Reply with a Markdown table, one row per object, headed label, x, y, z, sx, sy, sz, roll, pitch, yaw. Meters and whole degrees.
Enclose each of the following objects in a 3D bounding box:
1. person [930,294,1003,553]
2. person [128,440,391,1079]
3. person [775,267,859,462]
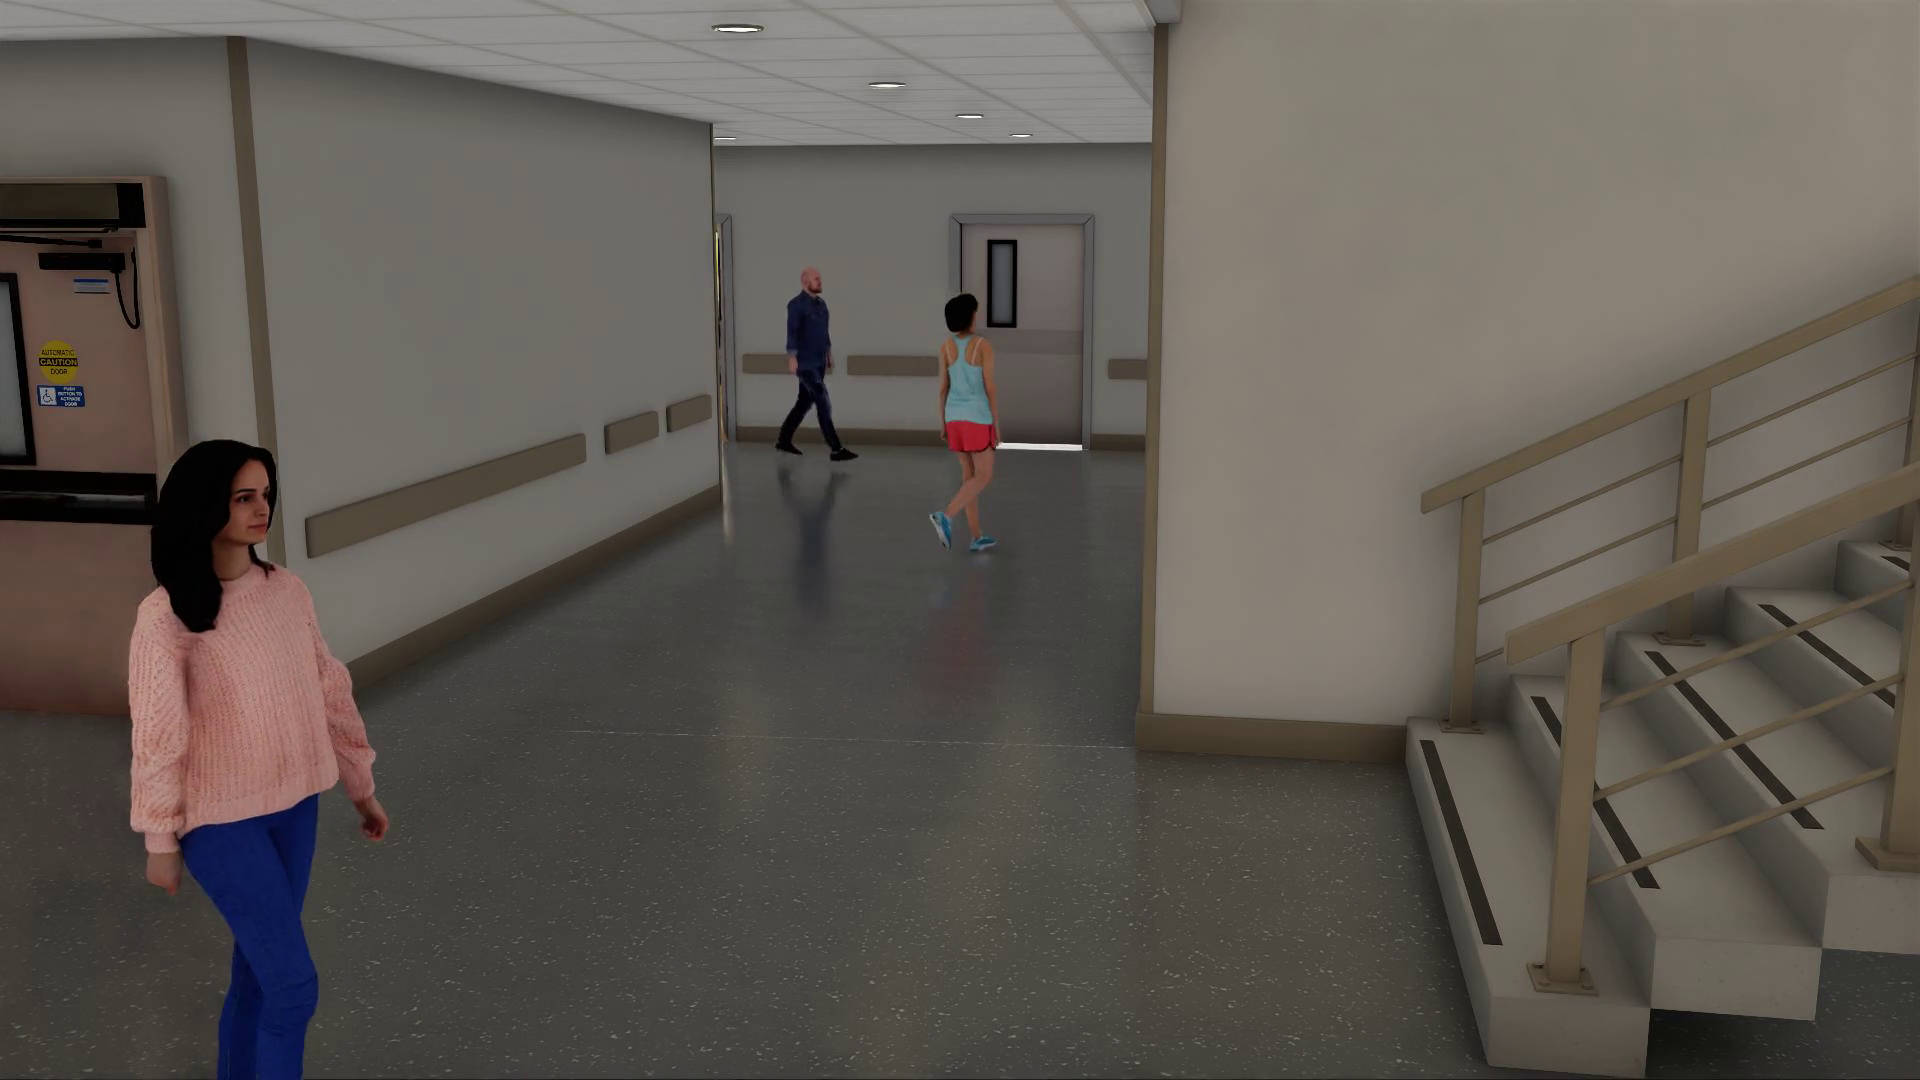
| label | x | y | z | sx | sy | sz | roll | pitch | yaw |
| --- | --- | --- | --- | --- | --- | --- | --- | --- | --- |
| person | 0.030 | -0.743 | 11.070 | 1.026 | 1.750 | 0.922 | 7 | 13 | 34 |
| person | -1.658 | 0.648 | 3.738 | 0.795 | 1.752 | 0.710 | 4 | 11 | 20 |
| person | -1.458 | -1.604 | 15.534 | 1.218 | 1.777 | 0.886 | 4 | 12 | 22 |
